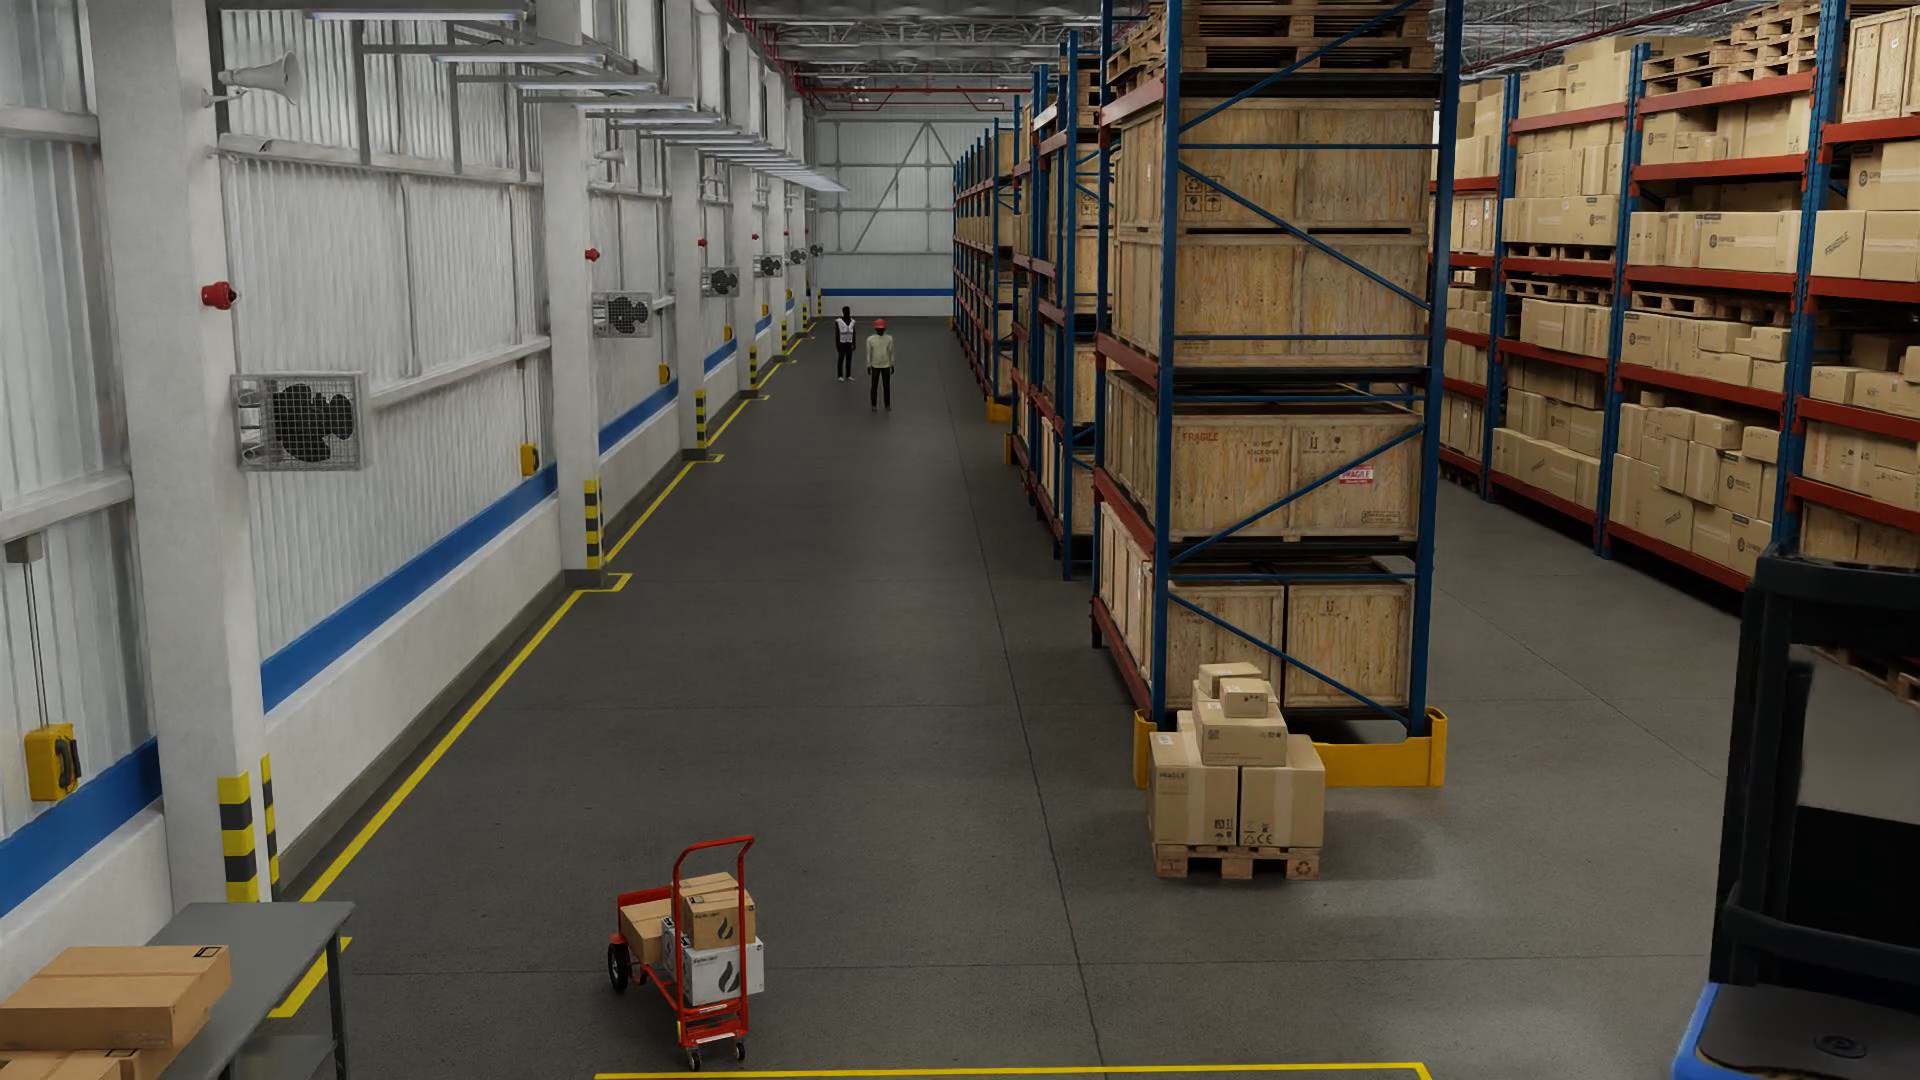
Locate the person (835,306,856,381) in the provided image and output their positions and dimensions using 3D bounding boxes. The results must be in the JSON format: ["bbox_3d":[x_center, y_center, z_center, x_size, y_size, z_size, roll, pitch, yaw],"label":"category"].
[{"bbox_3d":[-2.930,-5.014,42.471,0.587,1.912,0.393,-8,13,-35],"label":"person"}]

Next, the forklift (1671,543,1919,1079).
[{"bbox_3d":[3.453,1.437,6.371,1.129,2.768,1.873,7,13,31],"label":"forklift"}]

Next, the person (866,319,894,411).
[{"bbox_3d":[-1.709,-3.748,35.692,0.619,1.986,0.410,-3,11,-14],"label":"person"}]
